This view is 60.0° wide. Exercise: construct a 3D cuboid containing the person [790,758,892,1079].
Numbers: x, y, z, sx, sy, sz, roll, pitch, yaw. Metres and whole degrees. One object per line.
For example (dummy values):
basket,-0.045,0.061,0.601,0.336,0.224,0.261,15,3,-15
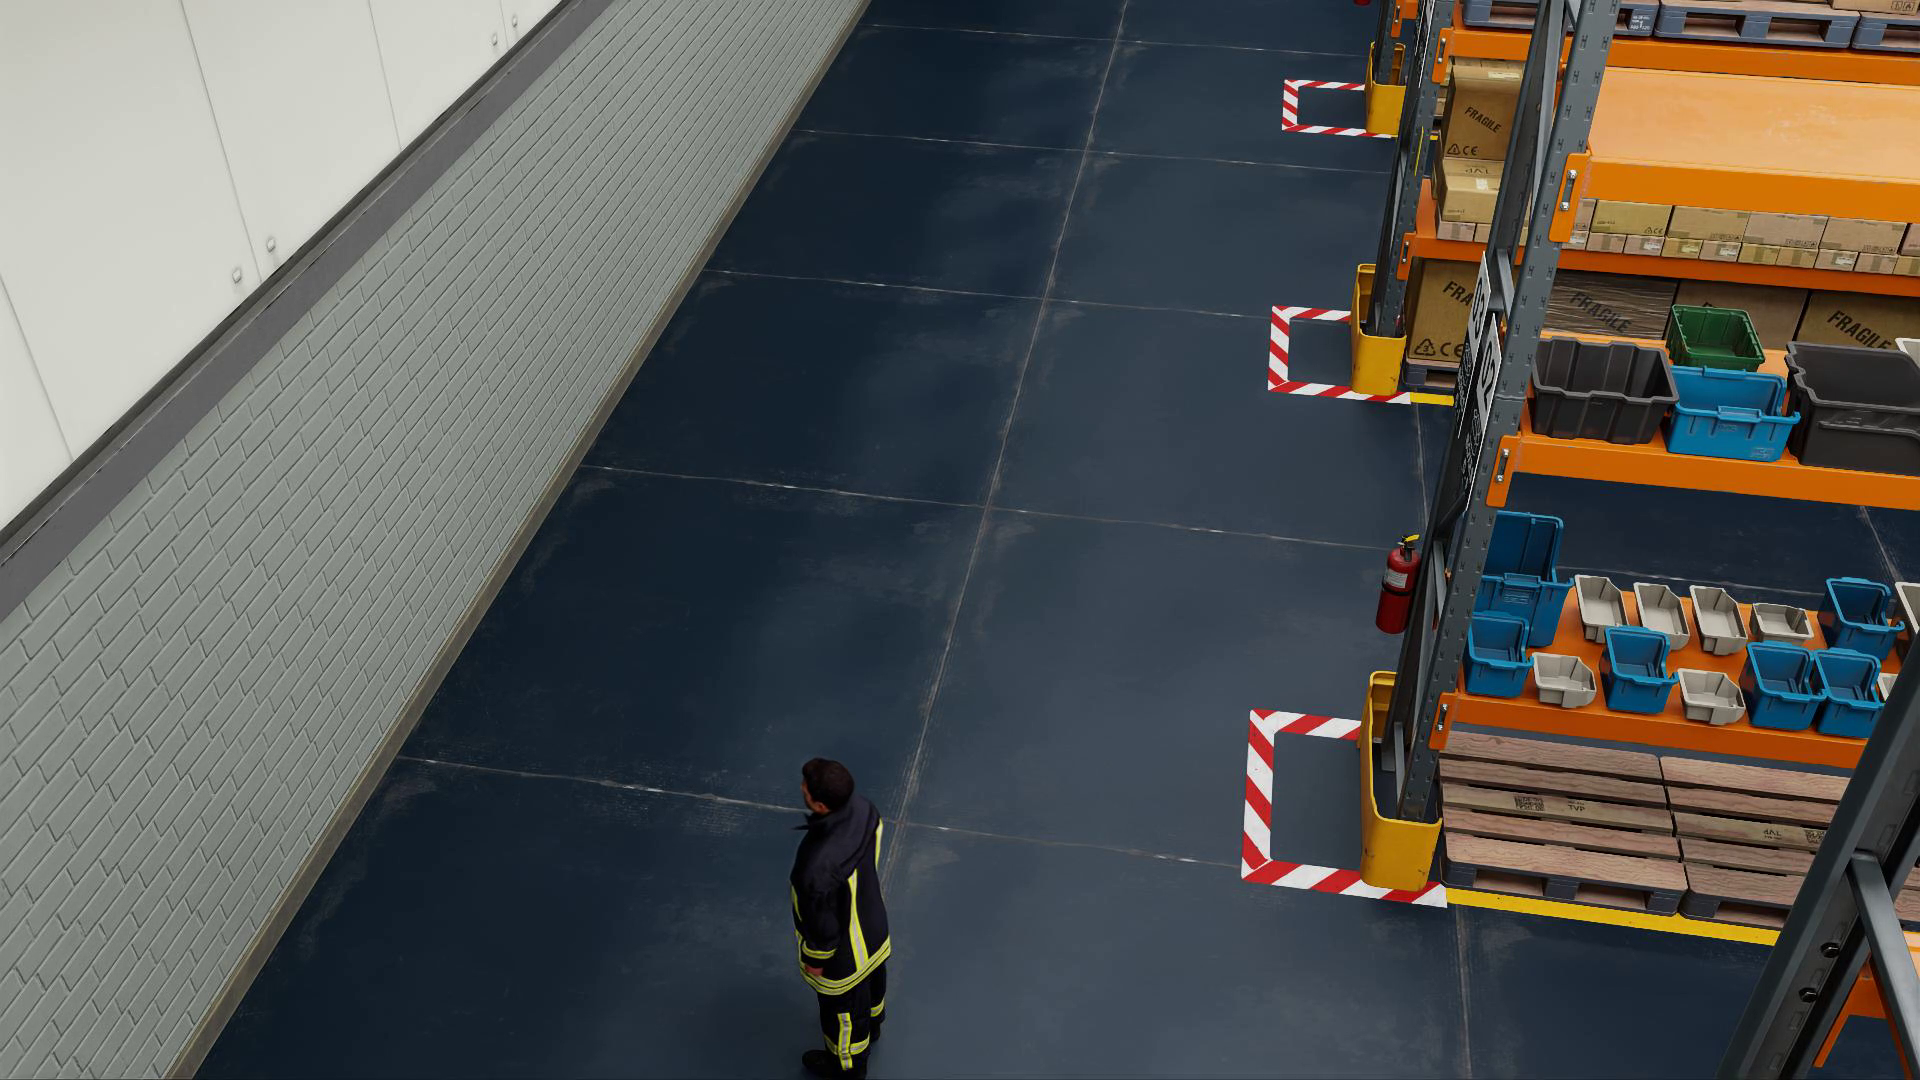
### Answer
person,-0.523,1.693,7.419,0.712,1.928,0.815,12,39,15
